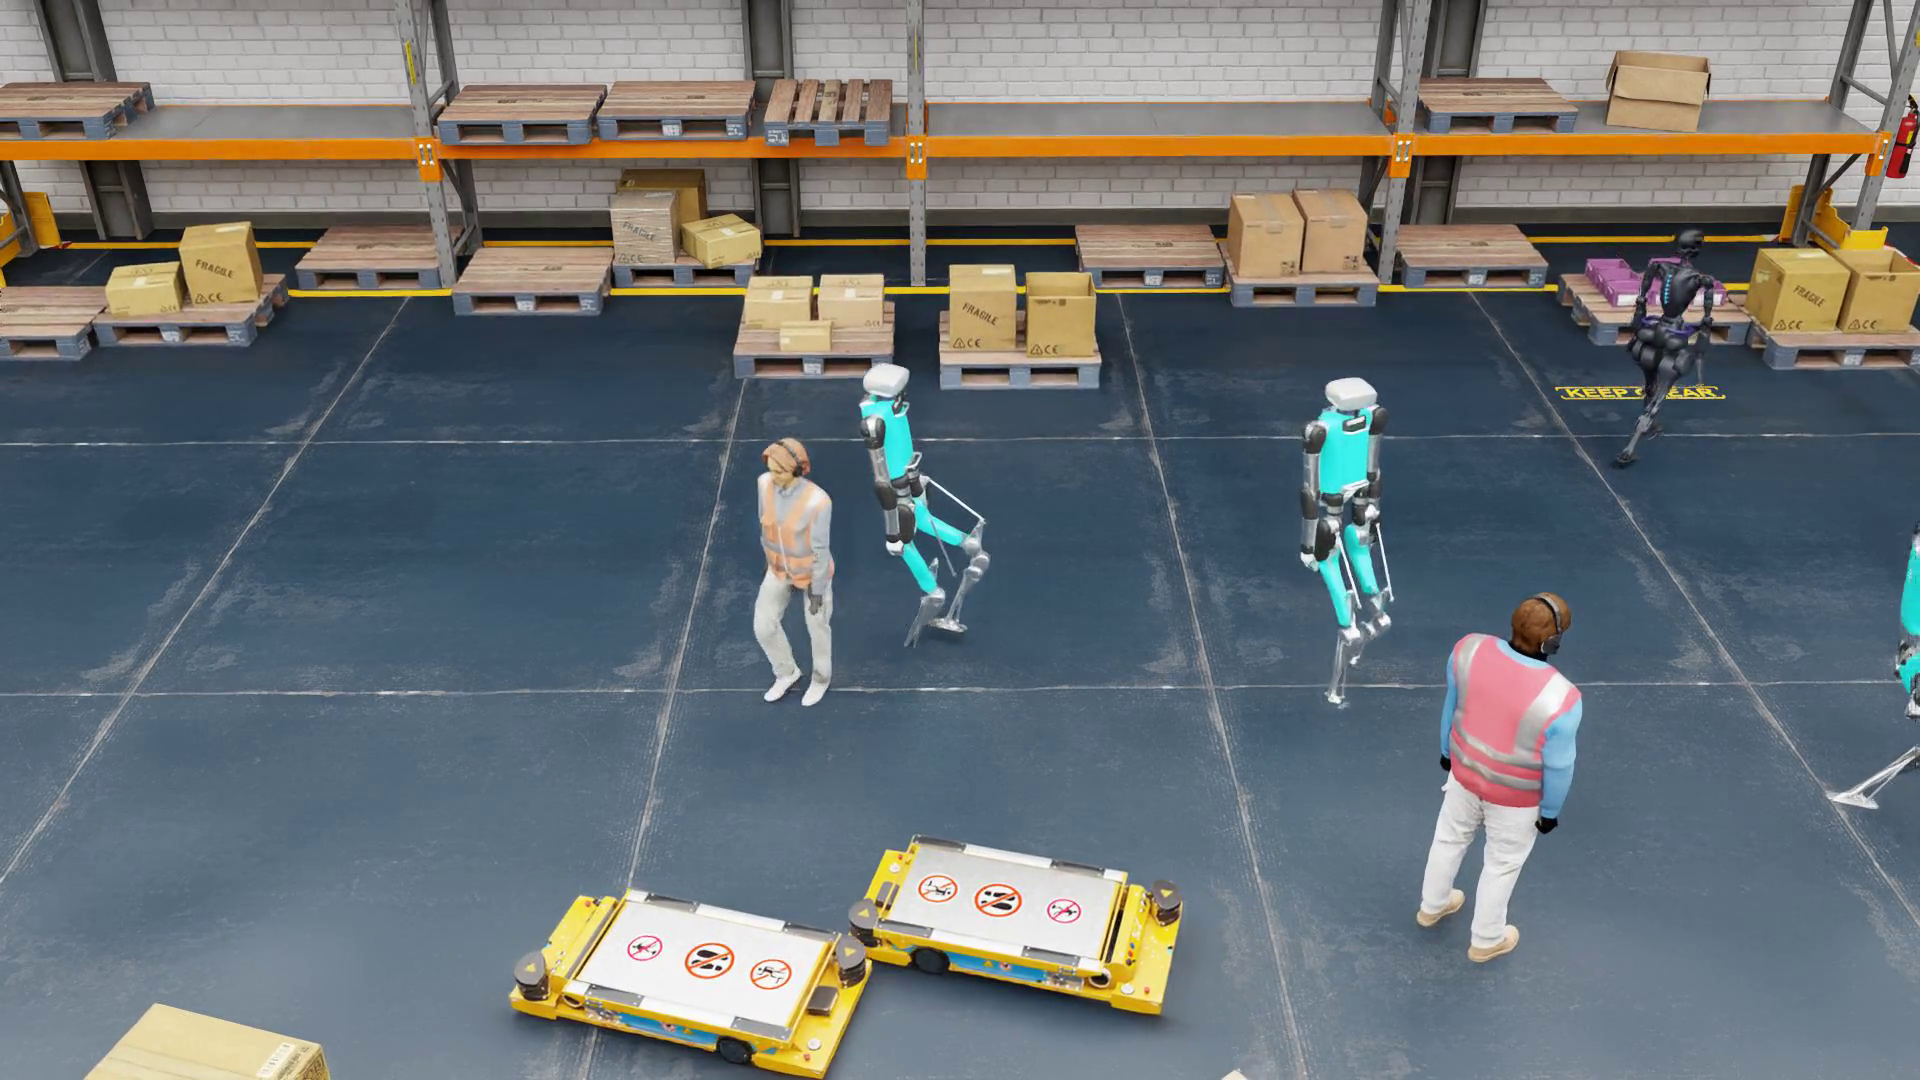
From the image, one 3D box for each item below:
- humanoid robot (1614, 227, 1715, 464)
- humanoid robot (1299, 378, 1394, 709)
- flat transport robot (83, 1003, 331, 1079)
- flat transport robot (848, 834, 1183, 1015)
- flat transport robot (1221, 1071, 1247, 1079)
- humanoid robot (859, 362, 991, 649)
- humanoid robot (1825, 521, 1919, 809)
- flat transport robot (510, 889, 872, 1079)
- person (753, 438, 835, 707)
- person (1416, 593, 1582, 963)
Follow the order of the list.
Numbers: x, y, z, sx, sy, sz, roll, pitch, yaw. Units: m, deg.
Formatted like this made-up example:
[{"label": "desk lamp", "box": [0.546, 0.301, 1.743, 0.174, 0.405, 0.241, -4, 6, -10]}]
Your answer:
[{"label": "humanoid robot", "box": [4.789, -1.333, 11.311, 0.783, 1.628, 0.593, -22, 37, -32]}, {"label": "humanoid robot", "box": [2.170, 0.079, 8.894, 0.530, 1.799, 0.800, -17, 35, -26]}, {"label": "flat transport robot", "box": [-2.688, 2.730, 5.866, 1.431, 0.231, 0.659, 9, 32, 14]}, {"label": "flat transport robot", "box": [0.254, 1.724, 7.541, 1.431, 0.231, 0.659, 8, 32, 13]}, {"label": "flat transport robot", "box": [0.950, 2.833, 5.694, 1.431, 0.231, 0.659, -22, 38, -32]}, {"label": "humanoid robot", "box": [-0.130, -0.084, 9.216, 0.815, 1.857, 0.541, 7, 32, 11]}, {"label": "humanoid robot", "box": [4.866, 0.663, 7.898, 0.983, 1.761, 0.543, 9, 32, 15]}, {"label": "flat transport robot", "box": [-1.162, 1.901, 7.246, 1.431, 0.231, 0.659, 8, 32, 14]}, {"label": "person", "box": [-0.880, 0.200, 8.749, 0.522, 1.619, 0.479, 18, 35, 27]}, {"label": "person", "box": [2.345, 1.020, 7.201, 0.431, 1.835, 0.628, -22, 38, -32]}]
